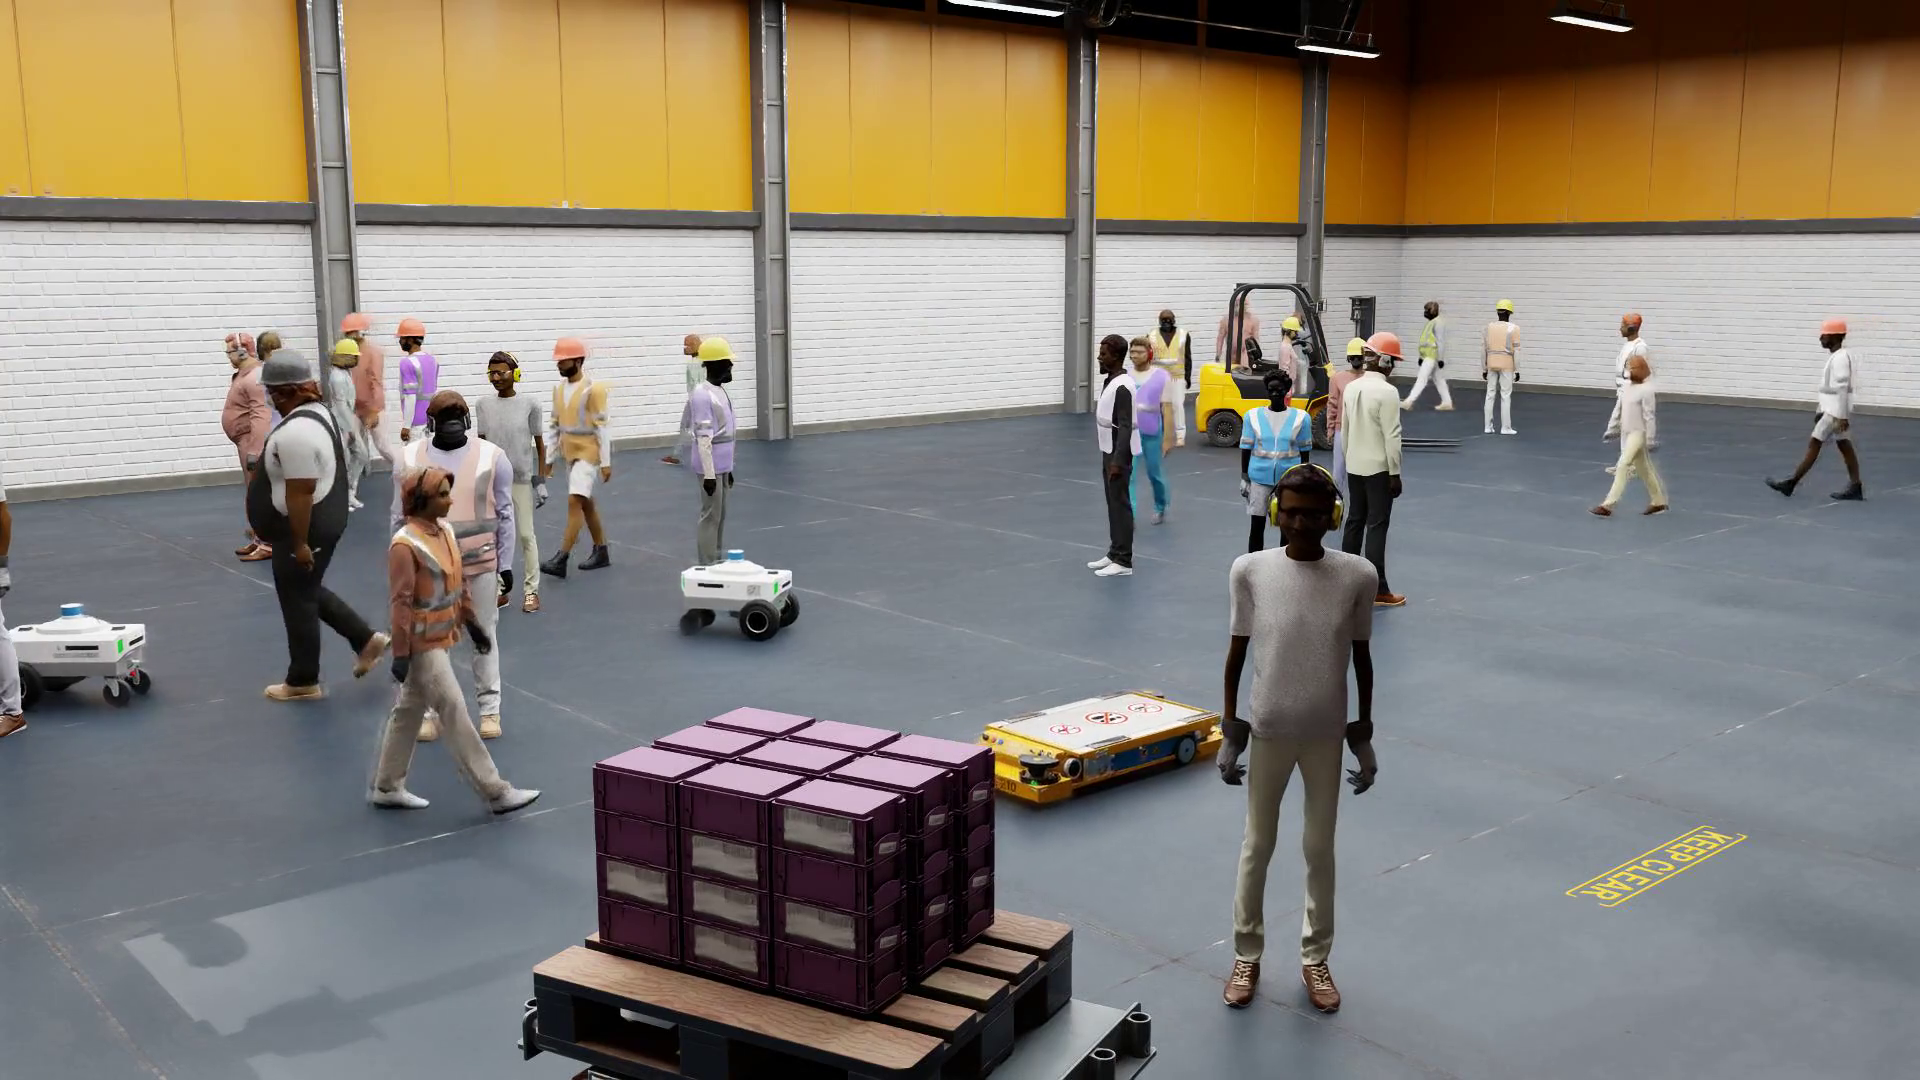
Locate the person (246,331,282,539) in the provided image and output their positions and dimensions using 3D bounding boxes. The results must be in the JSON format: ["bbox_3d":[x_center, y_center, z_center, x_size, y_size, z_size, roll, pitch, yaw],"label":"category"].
[{"bbox_3d":[-5.981,-0.885,14.568,0.998,1.896,0.641,5,11,28],"label":"person"}]

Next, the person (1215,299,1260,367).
[{"bbox_3d":[4.622,-3.101,27.732,0.719,1.832,1.045,3,10,18],"label":"person"}]

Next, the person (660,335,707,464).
[{"bbox_3d":[-3.189,-1.691,20.177,0.870,1.589,0.502,3,10,16],"label":"person"}]

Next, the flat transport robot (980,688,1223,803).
[{"bbox_3d":[0.679,0.996,8.285,1.431,0.197,0.652,-8,13,-41],"label":"flat transport robot"}]

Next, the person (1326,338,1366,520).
[{"bbox_3d":[3.736,-1.030,15.772,0.524,1.769,0.308,2,10,13],"label":"person"}]

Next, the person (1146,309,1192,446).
[{"bbox_3d":[2.779,-2.175,22.285,0.647,1.834,0.428,1,10,7],"label":"person"}]

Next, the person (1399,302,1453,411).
[{"bbox_3d":[7.679,-3.008,27.321,0.996,1.784,0.632,1,10,6],"label":"person"}]

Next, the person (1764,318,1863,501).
[{"bbox_3d":[8.985,-1.359,17.337,0.990,1.884,0.563,5,11,27],"label":"person"}]

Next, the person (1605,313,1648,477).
[{"bbox_3d":[7.700,-1.658,19.142,0.381,1.882,0.584,1,10,5],"label":"person"}]

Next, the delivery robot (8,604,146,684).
[{"bbox_3d":[-5.039,0.606,9.461,0.707,0.478,0.477,-1,10,-3],"label":"delivery robot"}]

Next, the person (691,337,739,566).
[{"bbox_3d":[-1.834,-0.560,12.539,0.358,1.930,0.590,1,10,4],"label":"person"}]

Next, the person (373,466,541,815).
[{"bbox_3d":[-2.313,0.465,7.492,0.844,1.594,0.528,0,10,3],"label":"person"}]

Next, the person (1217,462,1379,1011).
[{"bbox_3d":[1.135,0.663,5.587,0.534,1.861,0.310,1,10,7],"label":"person"}]

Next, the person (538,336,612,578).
[{"bbox_3d":[-3.122,-0.653,13.182,0.562,1.895,0.904,8,13,40],"label":"person"}]

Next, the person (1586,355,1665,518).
[{"bbox_3d":[6.539,-1.006,16.161,0.872,1.586,0.512,-1,10,-3],"label":"person"}]

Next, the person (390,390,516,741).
[{"bbox_3d":[-2.654,0.135,8.719,0.633,1.846,0.429,-1,10,-8],"label":"person"}]

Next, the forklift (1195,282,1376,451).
[{"bbox_3d":[4.328,-2.346,22.227,2.313,2.155,1.214,3,10,16],"label":"forklift"}]

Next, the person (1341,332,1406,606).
[{"bbox_3d":[3.022,-0.515,12.117,0.393,1.986,0.611,-4,10,-22],"label":"person"}]

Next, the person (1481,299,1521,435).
[{"bbox_3d":[7.697,-2.454,23.656,0.585,1.922,0.372,9,13,42],"label":"person"}]

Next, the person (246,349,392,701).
[{"bbox_3d":[-3.708,-0.088,9.457,0.644,2.000,0.692,-1,10,-6],"label":"person"}]

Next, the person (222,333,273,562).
[{"bbox_3d":[-5.931,-0.775,13.895,0.406,1.902,0.639,-5,11,-26],"label":"person"}]

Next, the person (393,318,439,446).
[{"bbox_3d":[-5.249,-1.164,16.059,0.366,1.934,0.553,2,10,12],"label":"person"}]

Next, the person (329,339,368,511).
[{"bbox_3d":[-6.106,-1.131,16.493,0.497,1.718,0.528,-2,10,-12],"label":"person"}]

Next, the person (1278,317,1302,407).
[{"bbox_3d":[4.162,-1.946,21.143,0.313,1.767,0.523,2,10,10],"label":"person"}]

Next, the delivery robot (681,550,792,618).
[{"bbox_3d":[-1.503,0.310,11.179,0.707,0.478,0.477,2,10,12],"label":"delivery robot"}]

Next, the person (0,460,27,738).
[{"bbox_3d":[-5.195,0.123,8.726,0.534,1.868,0.309,4,11,24],"label":"person"}]

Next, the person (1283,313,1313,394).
[{"bbox_3d":[5.694,-3.018,27.955,0.552,1.567,0.871,4,10,21],"label":"person"}]

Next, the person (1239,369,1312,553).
[{"bbox_3d":[2.371,-0.443,12.536,0.541,1.696,0.315,2,10,11],"label":"person"}]

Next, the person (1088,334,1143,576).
[{"bbox_3d":[1.247,-0.672,13.240,0.391,1.917,0.587,0,10,-3],"label":"person"}]

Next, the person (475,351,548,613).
[{"bbox_3d":[-3.205,-0.409,11.839,0.532,1.869,0.311,1,10,3],"label":"person"}]

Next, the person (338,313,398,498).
[{"bbox_3d":[-6.093,-1.368,17.211,0.618,1.963,0.933,6,11,31],"label":"person"}]

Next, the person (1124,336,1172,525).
[{"bbox_3d":[1.703,-0.984,15.387,0.576,1.809,0.925,5,11,26],"label":"person"}]
